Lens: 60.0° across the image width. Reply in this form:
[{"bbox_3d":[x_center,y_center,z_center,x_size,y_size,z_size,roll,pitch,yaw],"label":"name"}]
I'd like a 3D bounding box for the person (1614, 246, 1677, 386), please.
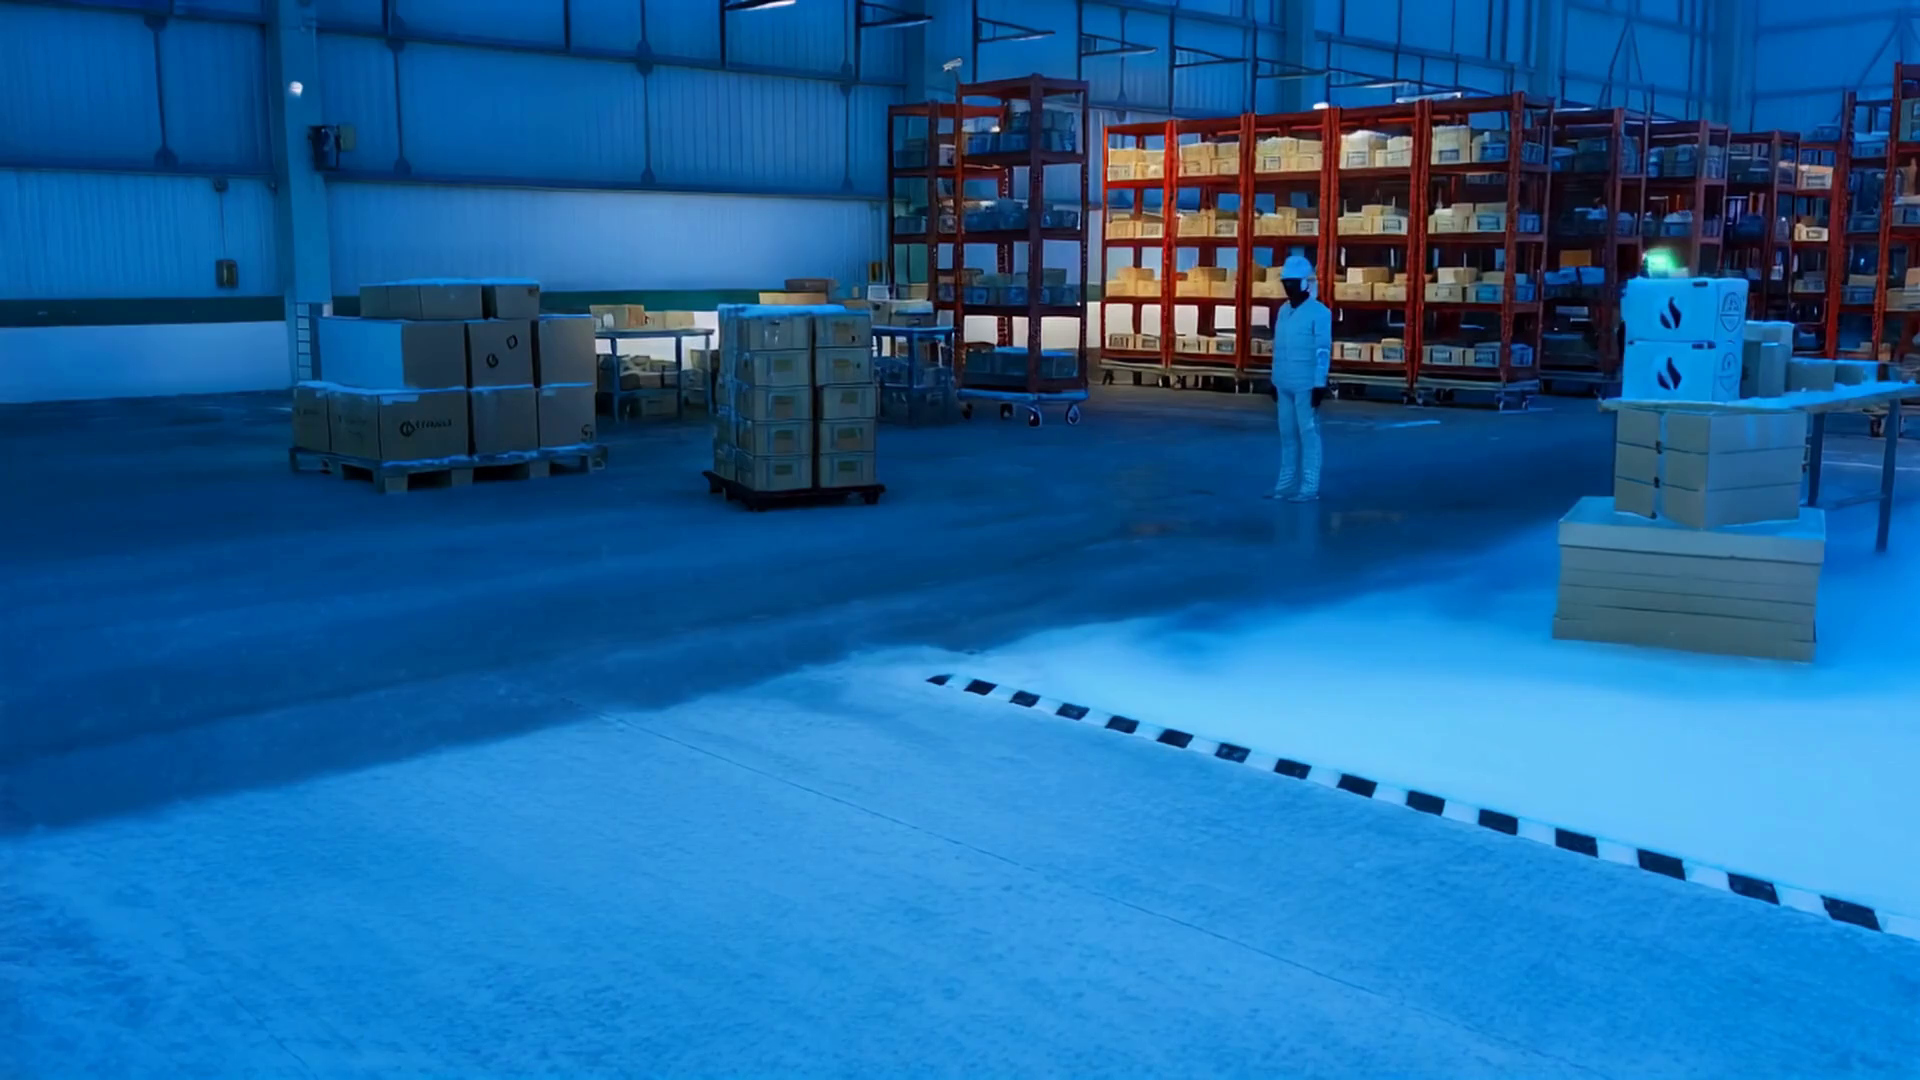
[{"bbox_3d":[5.469,-1.387,13.105,0.559,1.830,0.453,6,11,31],"label":"person"}]

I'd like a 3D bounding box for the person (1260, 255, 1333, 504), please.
[{"bbox_3d":[2.377,-1.132,11.797,0.340,1.749,0.572,-5,11,-26],"label":"person"}]
